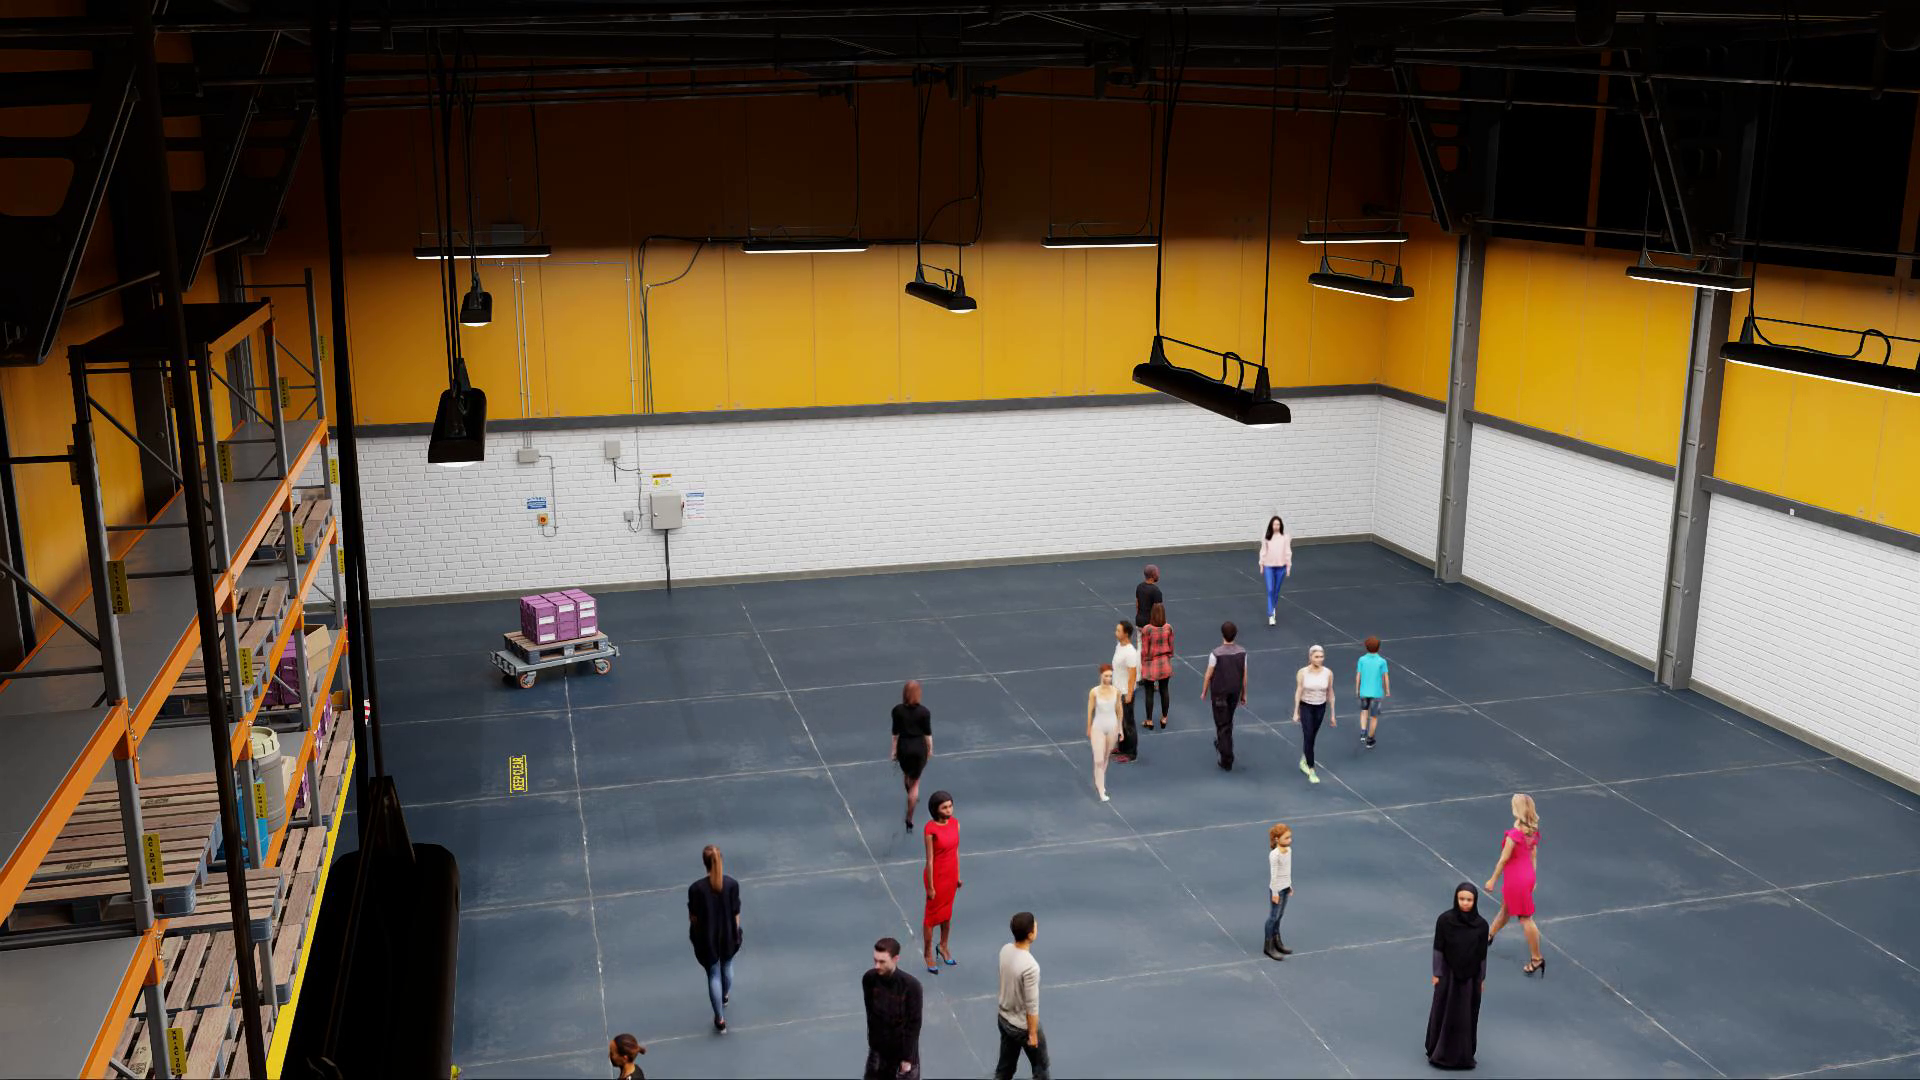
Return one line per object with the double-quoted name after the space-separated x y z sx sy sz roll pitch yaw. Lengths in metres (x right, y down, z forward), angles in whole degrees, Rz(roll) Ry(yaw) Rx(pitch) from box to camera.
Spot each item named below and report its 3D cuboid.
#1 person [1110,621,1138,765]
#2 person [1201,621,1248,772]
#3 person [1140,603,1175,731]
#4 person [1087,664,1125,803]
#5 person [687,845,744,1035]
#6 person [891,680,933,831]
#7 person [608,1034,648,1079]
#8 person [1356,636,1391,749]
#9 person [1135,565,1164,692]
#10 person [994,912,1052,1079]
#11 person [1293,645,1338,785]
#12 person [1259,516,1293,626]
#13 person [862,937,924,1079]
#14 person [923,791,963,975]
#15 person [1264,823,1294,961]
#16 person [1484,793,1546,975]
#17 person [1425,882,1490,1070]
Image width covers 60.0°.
2.053 1.877 20.700 0.698 1.803 0.455 -4 14 -15 "person"
3.299 1.938 20.405 0.672 1.823 0.988 -5 14 -18 "person"
2.578 1.649 21.852 0.605 1.703 0.531 -4 14 -15 "person"
1.682 2.234 19.630 0.549 1.612 0.937 -3 14 -14 "person"
-2.108 3.476 14.397 0.611 1.660 0.904 -3 14 -13 "person"
-0.550 2.444 18.670 0.904 1.655 1.149 3 14 11 "person"
-2.242 4.176 11.497 0.662 1.665 0.462 -2 14 -10 "person"
5.221 1.949 21.189 0.678 1.433 0.738 8 16 29 "person"
2.647 1.223 23.397 0.801 1.804 0.642 -9 16 -34 "person"
0.391 3.766 12.919 0.929 1.792 0.966 -9 16 -33 "person"
4.257 2.069 20.194 0.720 1.667 1.105 -2 14 -7 "person"
5.050 0.474 26.671 0.939 1.719 1.222 2 14 7 "person"
-0.461 3.815 12.497 0.811 1.897 0.854 6 15 24 "person"
-0.180 3.164 15.510 0.638 1.743 0.646 -12 18 -41 "person"
3.026 3.315 15.794 0.618 1.316 0.567 11 17 38 "person"
5.263 3.215 15.413 0.902 1.691 1.101 -13 19 -42 "person"
4.174 3.620 13.903 0.699 1.614 0.723 3 14 11 "person"
